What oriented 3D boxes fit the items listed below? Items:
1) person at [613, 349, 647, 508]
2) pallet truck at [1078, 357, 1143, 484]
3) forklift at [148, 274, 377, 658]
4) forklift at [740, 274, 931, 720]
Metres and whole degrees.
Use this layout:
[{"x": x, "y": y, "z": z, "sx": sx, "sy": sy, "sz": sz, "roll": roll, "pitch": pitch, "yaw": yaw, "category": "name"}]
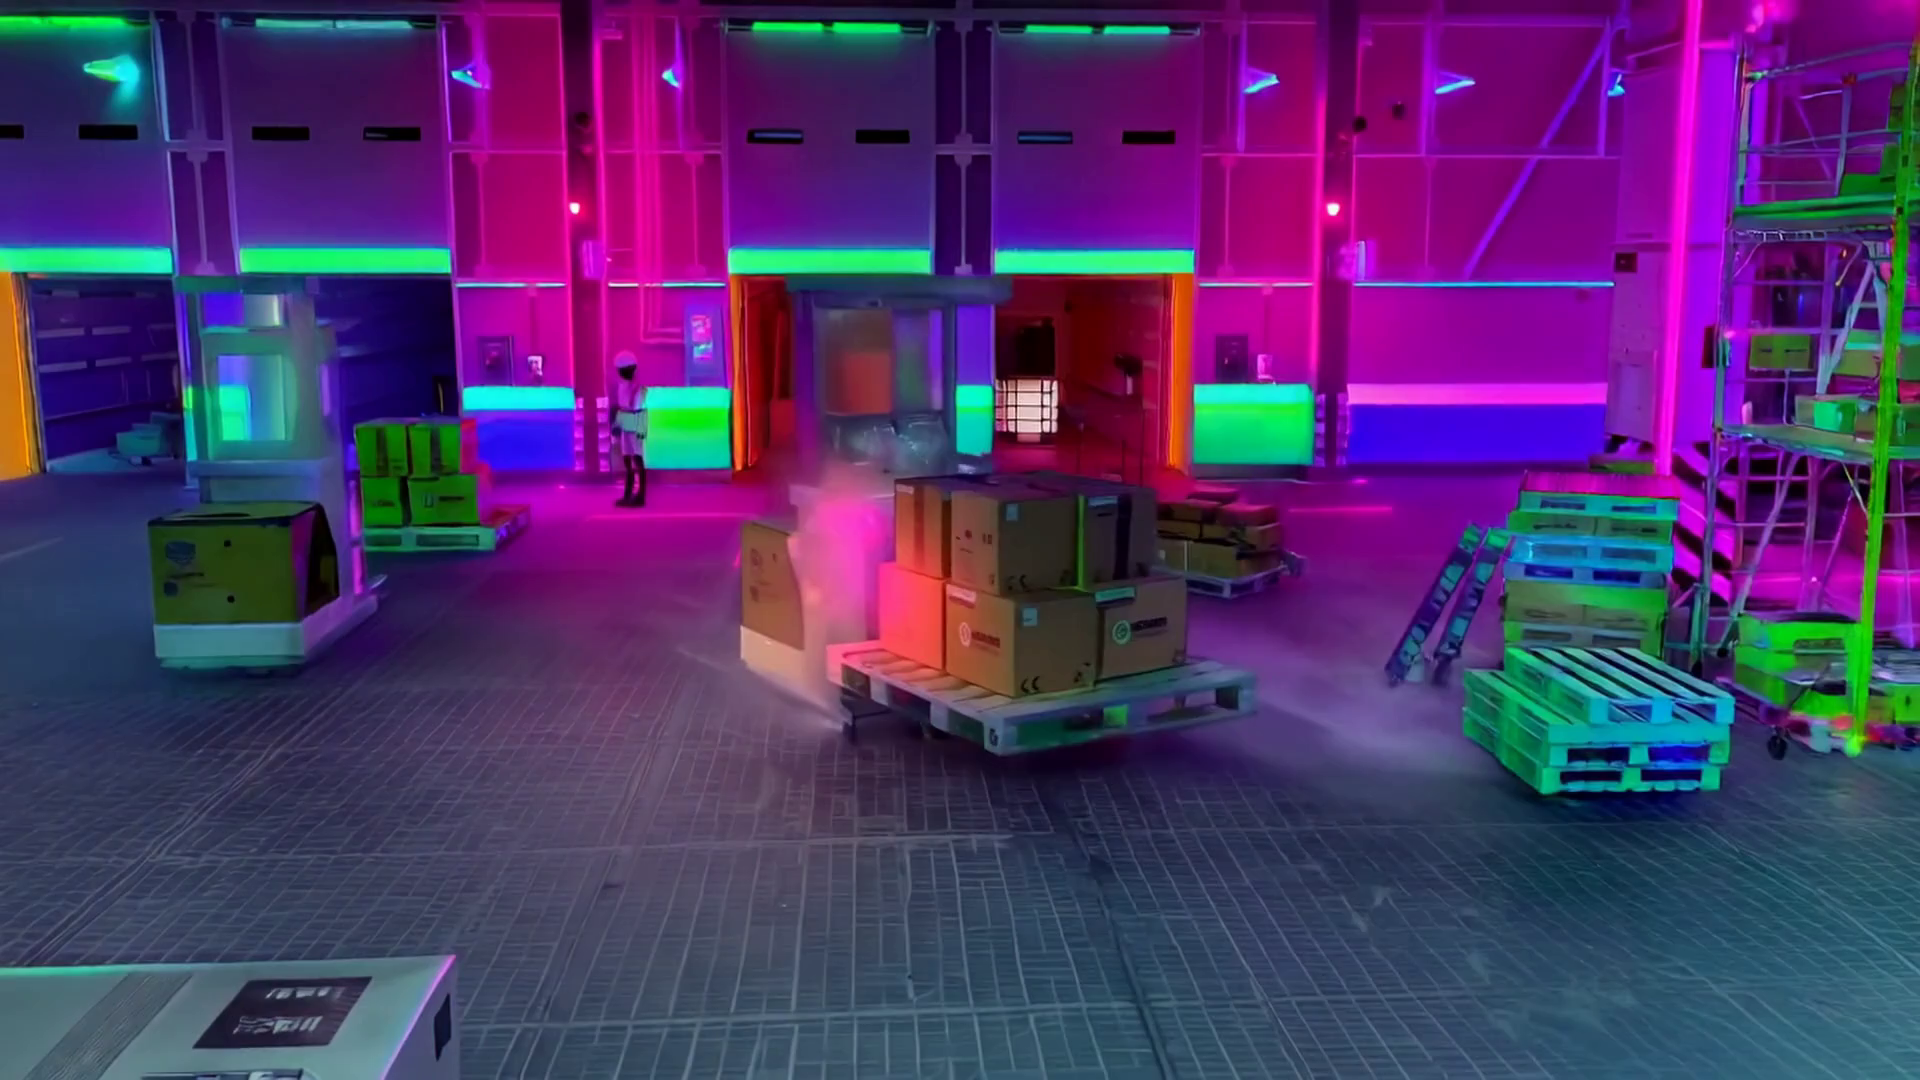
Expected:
[{"x": -4.028, "y": -1.356, "z": 20.251, "sx": 0.386, "sy": 1.929, "sz": 0.544, "roll": -8, "pitch": 12, "yaw": -42, "category": "person"}, {"x": 2.088, "y": -0.836, "z": 16.757, "sx": 1.885, "sy": 1.965, "sz": 0.823, "roll": 2, "pitch": 9, "yaw": 13, "category": "pallet truck"}, {"x": -5.348, "y": -0.627, "z": 12.681, "sx": 1.129, "sy": 2.768, "sz": 1.873, "roll": -1, "pitch": 9, "yaw": -4, "category": "forklift"}, {"x": -0.673, "y": -0.399, "z": 11.251, "sx": 1.129, "sy": 2.768, "sz": 1.873, "roll": -6, "pitch": 11, "yaw": -32, "category": "forklift"}]
